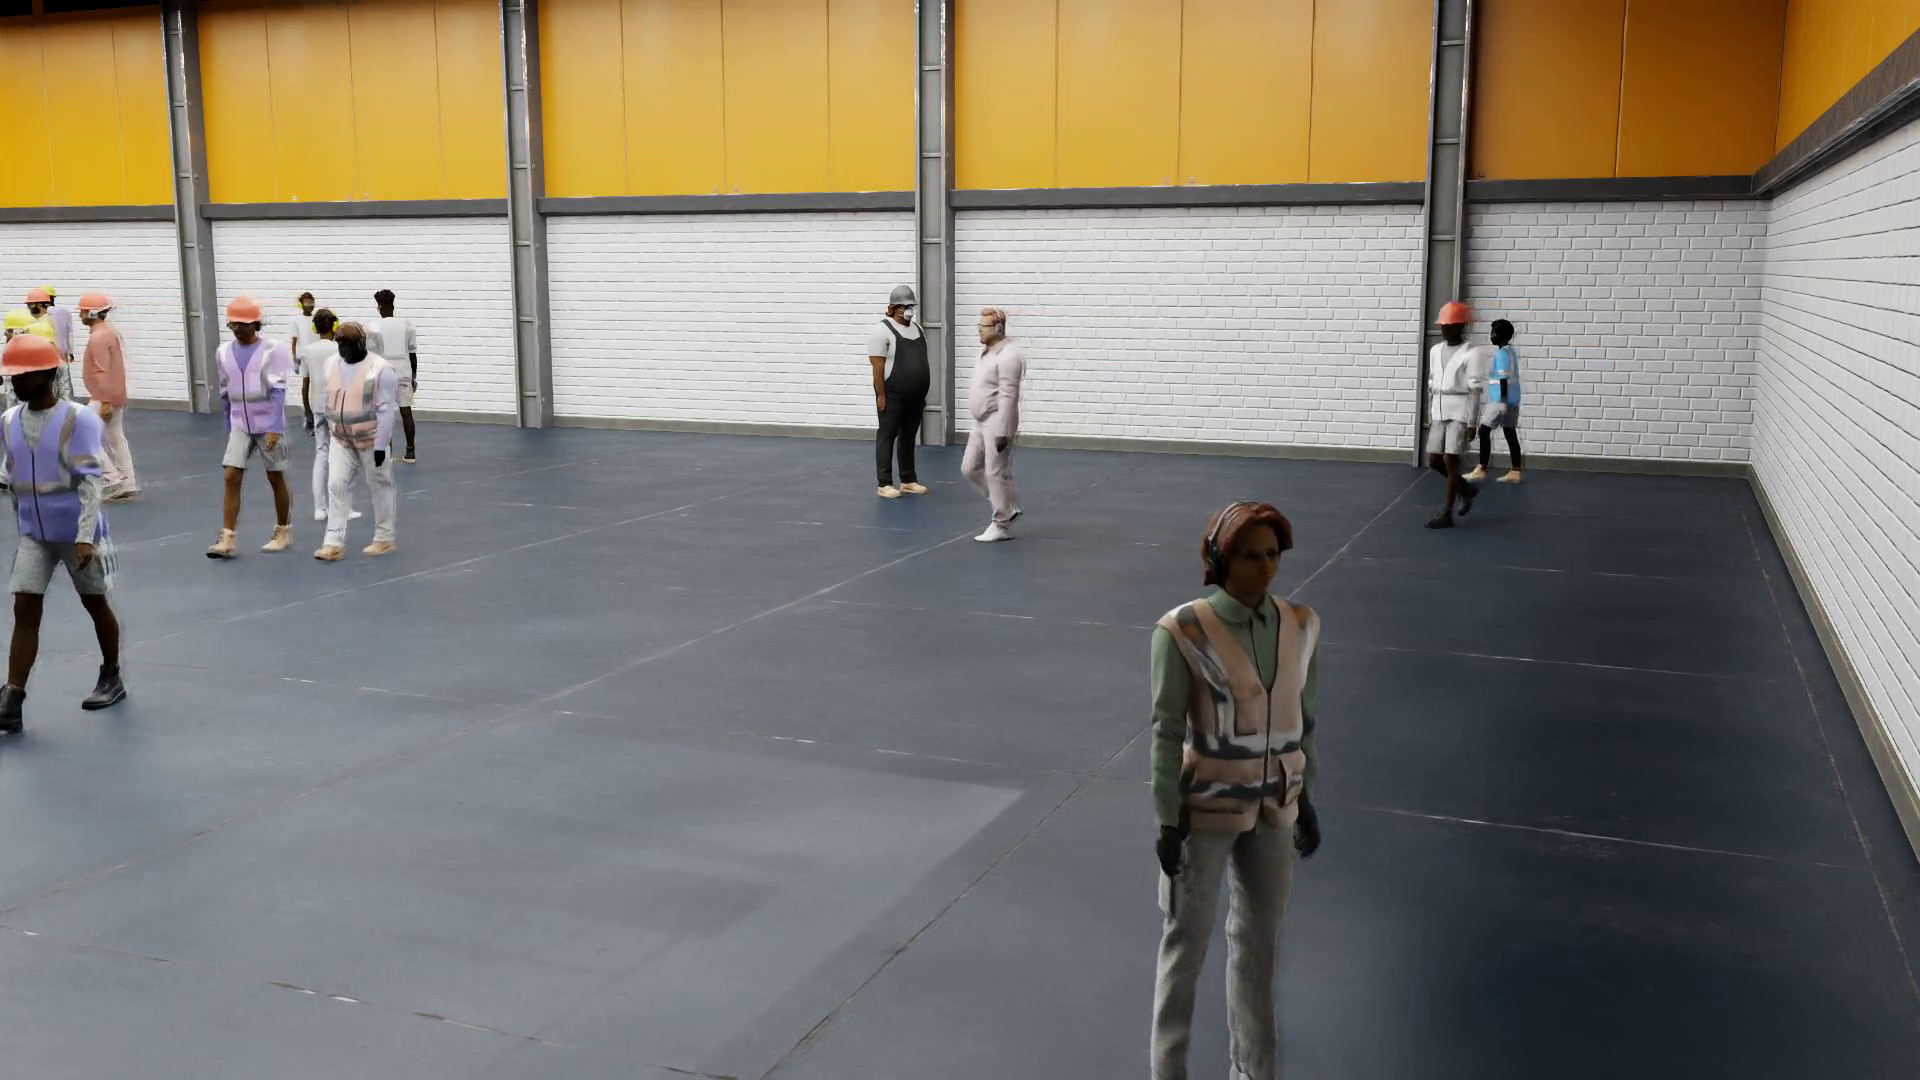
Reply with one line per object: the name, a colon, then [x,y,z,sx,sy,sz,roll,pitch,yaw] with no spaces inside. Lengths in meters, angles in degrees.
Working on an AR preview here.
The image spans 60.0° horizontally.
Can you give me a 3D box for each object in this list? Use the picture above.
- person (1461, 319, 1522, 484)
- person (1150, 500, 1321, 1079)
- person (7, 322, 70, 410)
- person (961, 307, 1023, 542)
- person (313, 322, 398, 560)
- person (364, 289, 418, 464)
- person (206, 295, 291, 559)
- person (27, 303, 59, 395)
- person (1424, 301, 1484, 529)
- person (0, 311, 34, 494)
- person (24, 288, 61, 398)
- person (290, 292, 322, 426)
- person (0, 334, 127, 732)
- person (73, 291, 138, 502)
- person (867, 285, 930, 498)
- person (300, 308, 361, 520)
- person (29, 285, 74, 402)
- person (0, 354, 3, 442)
person: [5.431,-1.405,16.938,0.697,1.667,0.562,5,11,27]
person: [0.701,0.708,4.267,0.519,1.640,0.309,-5,10,-26]
person: [-8.217,-1.084,14.851,0.517,1.717,0.449,-4,10,-25]
person: [0.251,-0.921,13.375,0.434,1.887,0.667,-3,10,-19]
person: [-4.548,-0.728,12.476,0.645,1.801,0.835,2,10,12]
person: [-6.370,-1.823,18.636,0.602,1.959,0.371,-8,12,-39]
person: [-5.397,-0.839,12.579,0.604,1.996,0.936,1,9,6]
person: [-12.907,-2.545,23.356,0.336,1.845,0.514,4,10,24]
person: [4.227,-1.059,14.119,0.631,1.924,0.549,-6,11,-32]
person: [-9.062,-1.313,16.065,0.934,1.778,0.626,-3,10,-19]
person: [-11.458,-2.174,20.830,0.368,1.935,0.552,-5,11,-27]
person: [-8.975,-2.495,22.998,0.432,1.860,0.552,7,12,37]
person: [-4.402,-0.038,8.023,0.571,1.885,0.966,1,9,7]
person: [-8.016,-1.323,15.534,0.528,1.974,0.653,-3,10,-15]
person: [-0.534,-1.436,16.043,0.536,2.000,0.680,9,13,42]
person: [-5.517,-1.090,14.552,0.514,1.857,0.376,2,9,9]
person: [-13.611,-2.846,24.949,0.588,1.923,0.383,-7,12,-38]
person: [-12.295,-2.121,20.834,0.591,1.835,0.403,0,9,-2]
